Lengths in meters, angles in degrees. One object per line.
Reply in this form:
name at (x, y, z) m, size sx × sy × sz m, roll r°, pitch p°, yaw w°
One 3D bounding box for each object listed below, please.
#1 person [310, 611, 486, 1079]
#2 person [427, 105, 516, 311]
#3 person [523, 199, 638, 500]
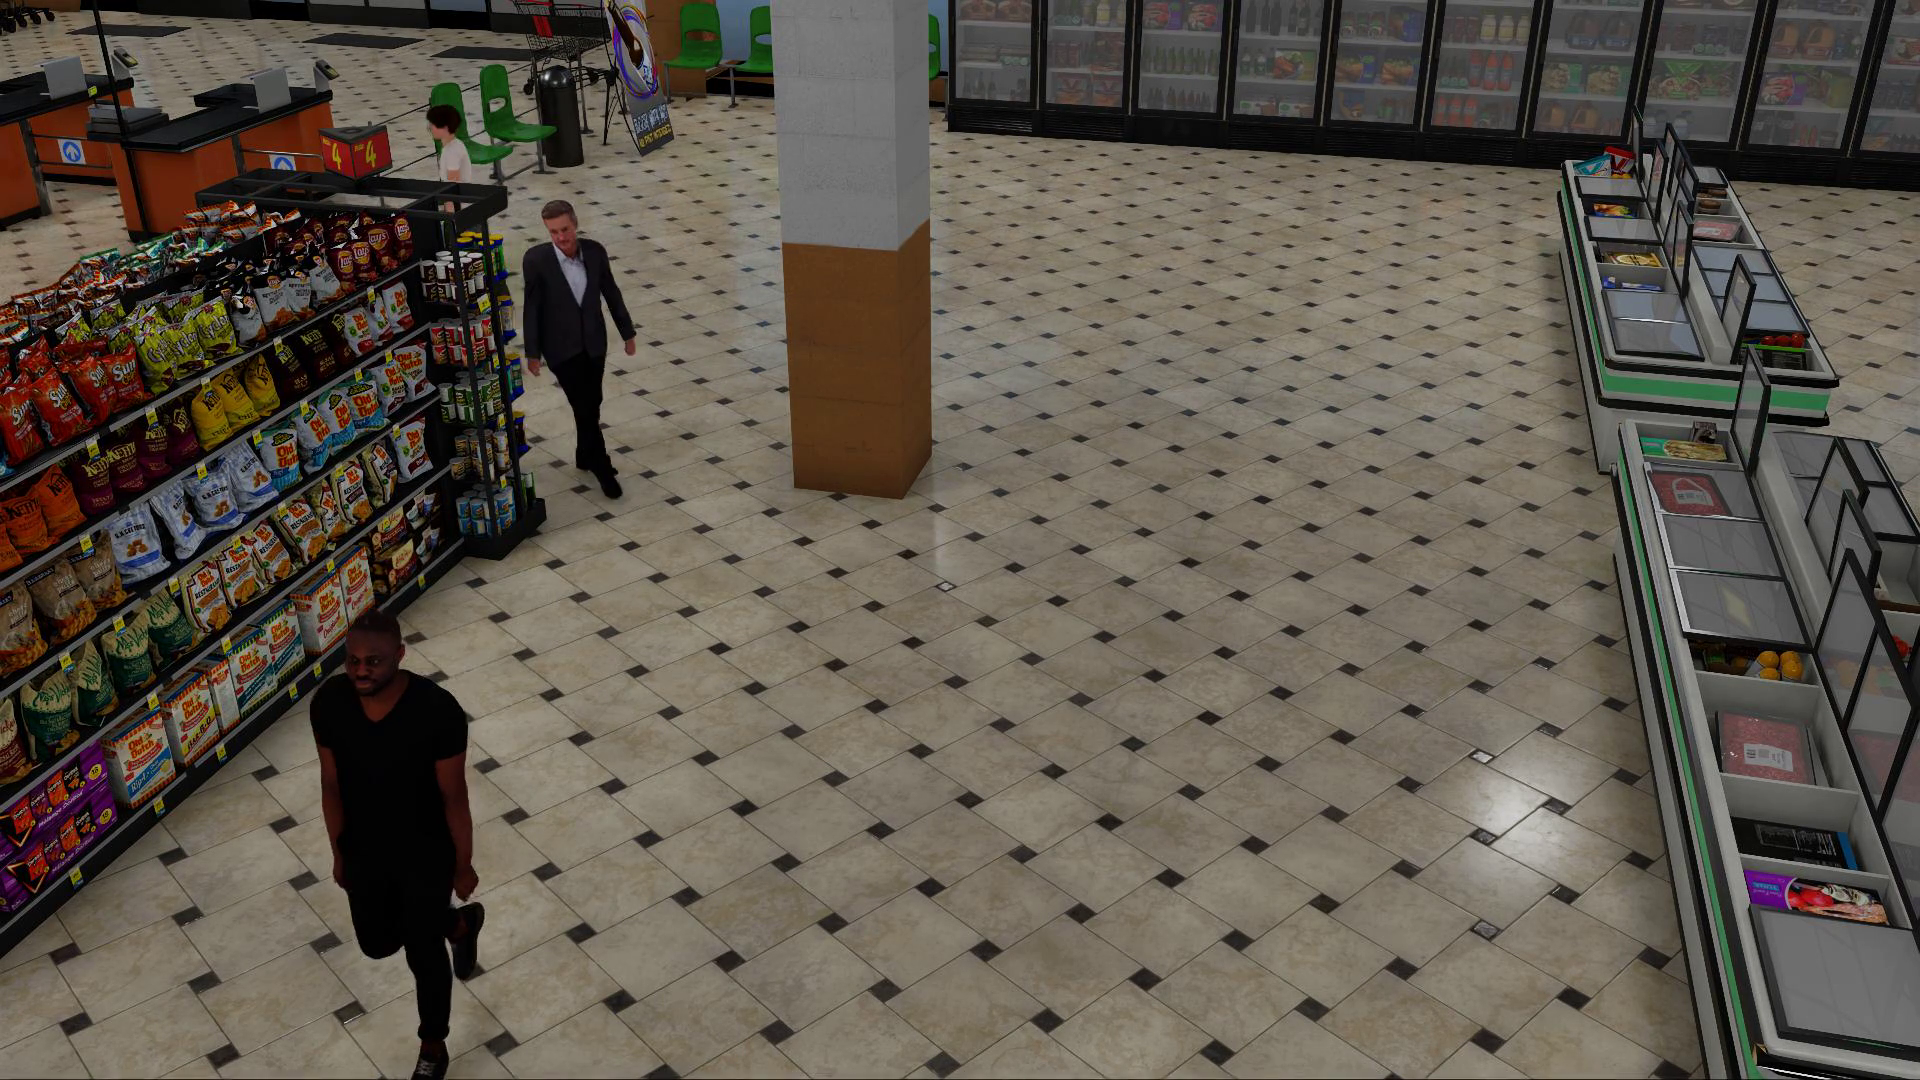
person at (-1.848, 1.011, 5.609) m, size 0.725 × 1.804 × 0.996 m, roll 4°, pitch 27°, yaw 8°
person at (-3.724, -2.448, 12.721) m, size 1.072 × 1.539 × 1.089 m, roll -11°, pitch 29°, yaw -20°
person at (-2.334, -1.154, 9.879) m, size 1.084 × 1.803 × 1.002 m, roll 22°, pitch 34°, yaw 36°
